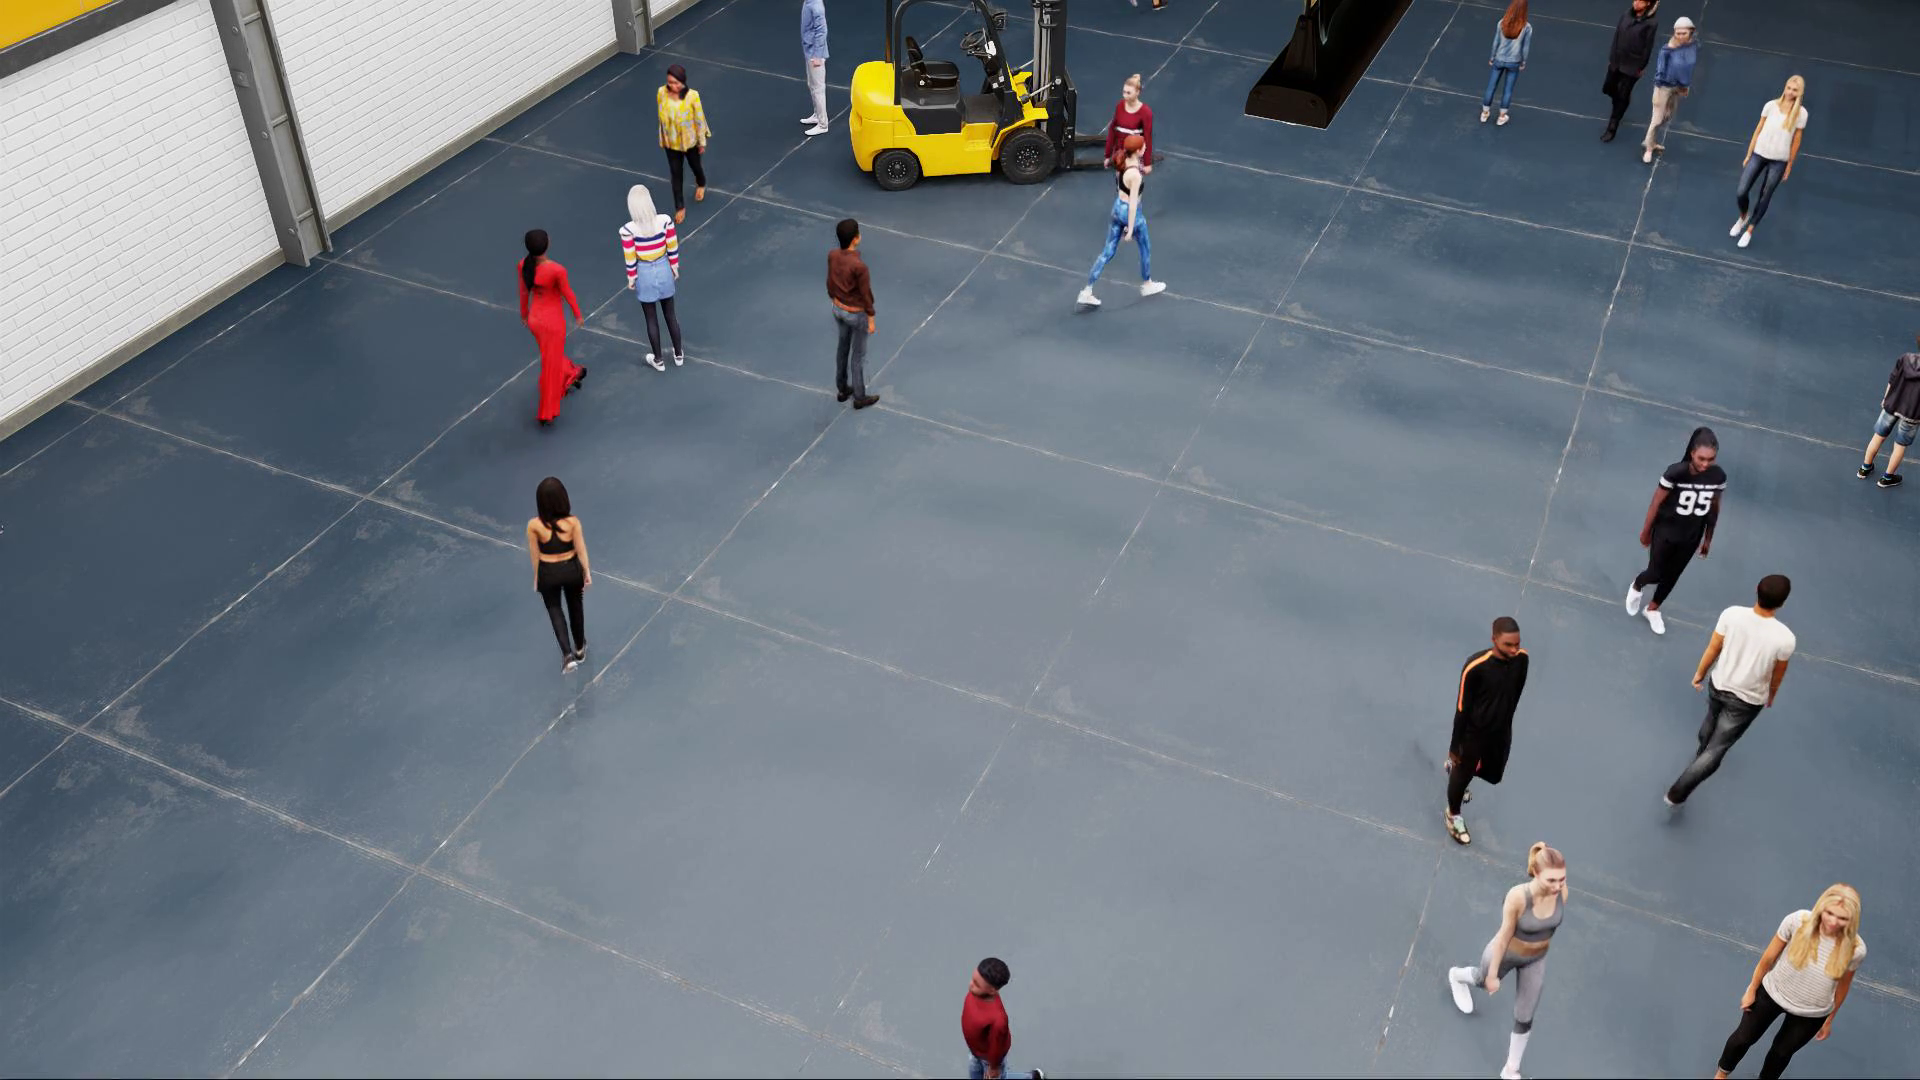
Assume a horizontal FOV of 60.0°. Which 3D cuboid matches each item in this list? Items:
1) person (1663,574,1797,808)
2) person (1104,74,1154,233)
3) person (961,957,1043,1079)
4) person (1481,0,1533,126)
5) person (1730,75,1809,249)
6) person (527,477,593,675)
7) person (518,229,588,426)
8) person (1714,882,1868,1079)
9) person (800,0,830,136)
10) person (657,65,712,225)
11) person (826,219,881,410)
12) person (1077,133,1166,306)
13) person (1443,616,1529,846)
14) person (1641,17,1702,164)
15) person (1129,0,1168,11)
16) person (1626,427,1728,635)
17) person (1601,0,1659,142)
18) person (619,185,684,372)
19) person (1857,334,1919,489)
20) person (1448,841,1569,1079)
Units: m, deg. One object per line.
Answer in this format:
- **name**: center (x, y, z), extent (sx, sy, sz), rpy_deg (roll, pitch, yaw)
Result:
- **person**: center (4.949, 1.011, 10.727), extent (1.236, 1.767, 0.966), rpy_deg (-28, 46, -30)
- **person**: center (1.775, -3.931, 16.971), extent (0.705, 1.686, 0.693), rpy_deg (26, 46, 29)
- **person**: center (0.213, 2.698, 9.025), extent (0.817, 1.245, 0.749), rpy_deg (-13, 41, -16)
- **person**: center (6.290, -5.509, 19.118), extent (0.557, 1.474, 0.484), rpy_deg (18, 42, 21)
- **person**: center (8.177, -3.845, 16.769), extent (0.671, 1.804, 0.680), rpy_deg (25, 45, 28)
- **person**: center (-2.809, 0.300, 11.719), extent (0.820, 1.630, 0.898), rpy_deg (-10, 40, -12)
- **person**: center (-3.584, -1.783, 14.245), extent (0.648, 1.742, 1.098), rpy_deg (15, 41, 17)
- **person**: center (4.420, 2.454, 8.864), extent (0.593, 1.826, 0.511), rpy_deg (16, 41, 19)
- **person**: center (-1.647, -5.543, 18.829), extent (0.801, 1.887, 0.715), rpy_deg (-9, 39, -11)
- **person**: center (-2.852, -4.187, 17.347), extent (0.890, 1.618, 1.120), rpy_deg (5, 39, 6)
- **person**: center (-0.953, -1.963, 14.433), extent (0.708, 1.778, 0.624), rpy_deg (30, 47, 32)
- **person**: center (1.491, -2.985, 15.750), extent (1.236, 1.743, 1.053), rpy_deg (-18, 42, -21)
- **person**: center (3.256, 1.138, 10.540), extent (0.856, 1.792, 0.928), rpy_deg (-9, 39, -11)
- **person**: center (7.798, -4.960, 18.284), extent (0.889, 1.668, 0.942), rpy_deg (-18, 42, -21)
- **person**: center (2.526, -7.811, 21.715), extent (0.986, 1.829, 0.817), rpy_deg (-29, 47, -31)
- **person**: center (5.206, -0.103, 12.147), extent (0.756, 1.726, 0.804), rpy_deg (-4, 39, -4)
- **person**: center (7.569, -5.413, 18.764), extent (0.971, 1.766, 0.805), rpy_deg (-32, 48, -33)
- **person**: center (-2.738, -2.346, 14.890), extent (0.697, 1.808, 0.780), rpy_deg (-16, 41, -19)
- **person**: center (7.733, -1.092, 13.609), extent (0.636, 1.446, 0.615), rpy_deg (-26, 46, -29)
- **person**: center (3.034, 2.258, 9.239), extent (1.031, 1.666, 1.186), rpy_deg (-8, 39, -10)
